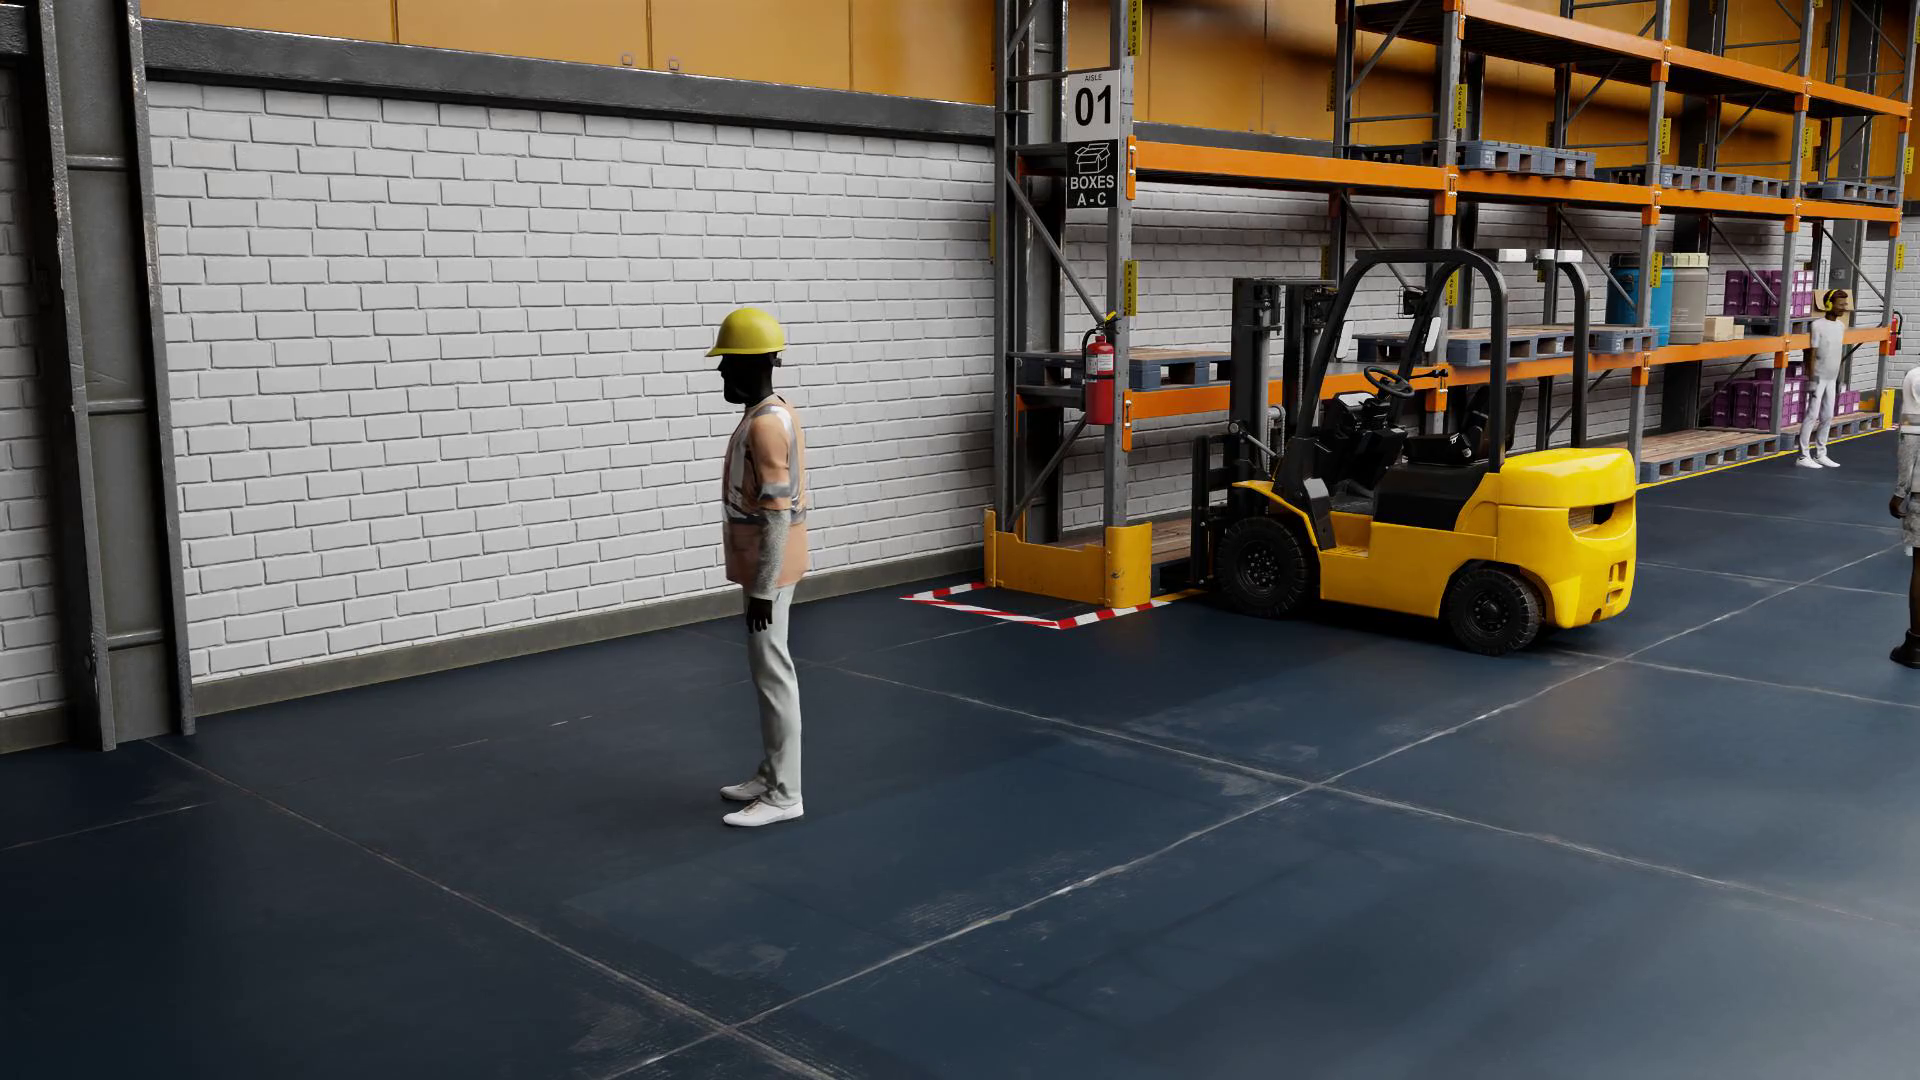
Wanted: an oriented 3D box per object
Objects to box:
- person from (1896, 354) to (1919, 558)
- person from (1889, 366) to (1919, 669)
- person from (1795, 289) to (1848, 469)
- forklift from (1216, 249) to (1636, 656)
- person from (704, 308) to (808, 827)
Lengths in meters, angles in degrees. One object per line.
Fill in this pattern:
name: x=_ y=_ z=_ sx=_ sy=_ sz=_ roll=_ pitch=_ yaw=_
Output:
person: x=6.806 y=-0.679 z=11.595 sx=0.507 sy=1.727 sz=0.355 roll=7 pitch=12 yaw=38
person: x=5.117 y=-0.289 z=8.601 sx=0.553 sy=1.935 sz=0.365 roll=2 pitch=10 yaw=14
person: x=9.014 y=-1.672 z=17.331 sx=0.519 sy=1.860 sz=0.320 roll=-4 pitch=10 yaw=-25
forklift: x=2.710 y=-0.584 z=9.626 sx=2.313 sy=2.155 sz=1.214 roll=9 pitch=13 yaw=43
person: x=-0.752 y=0.104 z=6.223 sx=0.366 sy=1.926 sz=0.594 roll=-1 pitch=9 yaw=-8
